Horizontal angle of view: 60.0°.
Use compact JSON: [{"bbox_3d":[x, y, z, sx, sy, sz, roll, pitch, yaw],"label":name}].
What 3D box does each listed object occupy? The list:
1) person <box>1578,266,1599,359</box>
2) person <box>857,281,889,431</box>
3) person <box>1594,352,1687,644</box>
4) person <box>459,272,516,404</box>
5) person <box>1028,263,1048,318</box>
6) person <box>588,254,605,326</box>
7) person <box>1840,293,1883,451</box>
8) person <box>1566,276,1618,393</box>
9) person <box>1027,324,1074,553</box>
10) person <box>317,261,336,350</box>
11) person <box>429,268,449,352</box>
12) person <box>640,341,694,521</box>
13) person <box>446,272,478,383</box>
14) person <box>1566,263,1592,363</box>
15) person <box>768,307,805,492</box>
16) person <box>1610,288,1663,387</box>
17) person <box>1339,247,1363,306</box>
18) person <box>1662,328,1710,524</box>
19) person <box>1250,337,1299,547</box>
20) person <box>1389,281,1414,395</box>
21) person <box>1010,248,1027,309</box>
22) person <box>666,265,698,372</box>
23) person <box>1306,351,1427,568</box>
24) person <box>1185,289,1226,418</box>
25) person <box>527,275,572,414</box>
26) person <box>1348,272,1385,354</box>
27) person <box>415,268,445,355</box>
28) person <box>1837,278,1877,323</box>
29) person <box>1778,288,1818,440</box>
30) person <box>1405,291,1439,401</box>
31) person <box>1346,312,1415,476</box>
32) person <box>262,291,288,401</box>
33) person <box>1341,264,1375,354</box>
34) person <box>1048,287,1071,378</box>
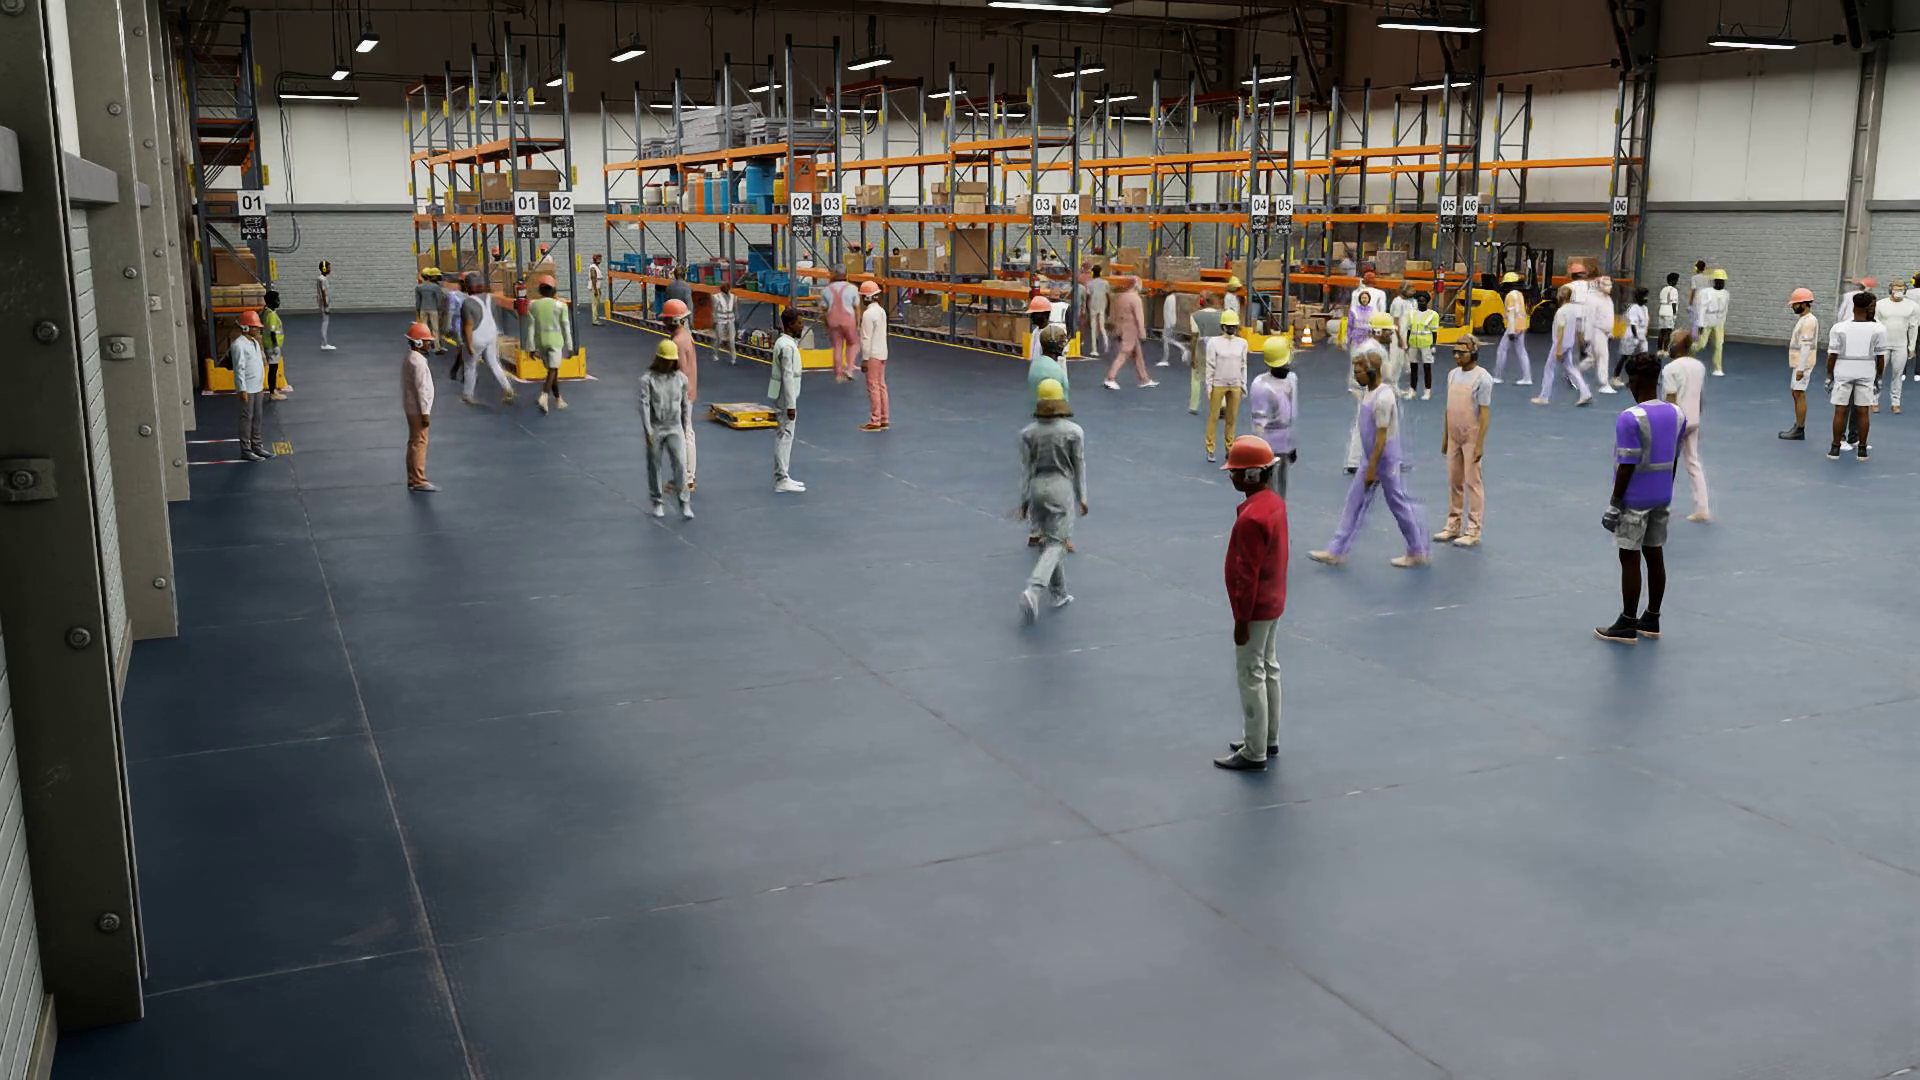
[{"bbox_3d":[12.429,-4.461,32.710,0.506,1.843,0.351,-7,13,-33],"label":"person"},{"bbox_3d":[-1.162,-2.433,22.056,0.411,1.987,0.607,3,12,17],"label":"person"},{"bbox_3d":[4.562,-0.281,11.168,0.602,1.958,0.381,-7,13,-30],"label":"person"},{"bbox_3d":[-7.178,-3.044,24.999,0.940,2.000,0.692,7,13,32],"label":"person"},{"bbox_3d":[1.836,-5.680,39.218,0.566,1.719,0.838,-6,13,-27],"label":"person"},{"bbox_3d":[-9.323,-6.403,42.588,0.389,1.837,0.563,-1,11,-4],"label":"person"},{"bbox_3d":[10.948,-2.053,20.278,0.599,1.917,0.376,-4,12,-22],"label":"person"},{"bbox_3d":[10.267,-3.326,26.872,0.880,1.879,0.648,10,15,42],"label":"person"},{"bbox_3d":[0.757,-0.866,14.190,0.373,1.941,0.627,-2,11,-12],"label":"person"},{"bbox_3d":[-13.442,-4.963,35.225,0.325,1.861,0.511,-5,12,-23],"label":"person"},{"bbox_3d":[-10.883,-4.788,34.623,0.295,1.744,0.489,2,11,10],"label":"person"},{"bbox_3d":[-2.739,-1.007,15.539,0.497,1.689,0.930,-4,12,-21],"label":"person"},{"bbox_3d":[-8.562,-3.647,28.484,0.855,1.897,0.602,8,14,37],"label":"person"},{"bbox_3d":[11.721,-4.296,31.644,0.574,1.924,0.504,-3,11,-13],"label":"person"},{"bbox_3d":[-1.803,-1.457,17.286,0.397,1.910,0.587,-2,11,-8],"label":"person"},{"bbox_3d":[11.176,-3.322,27.389,0.542,1.647,0.859,-9,14,-39],"label":"person"},{"bbox_3d":[10.332,-6.732,43.741,0.698,2.000,1.009,-3,12,-17],"label":"person"},{"bbox_3d":[6.727,-1.066,15.543,0.534,1.839,0.620,-5,12,-26],"label":"person"},{"bbox_3d":[2.681,-0.778,13.938,0.368,1.872,0.806,8,14,37],"label":"person"},{"bbox_3d":[6.823,-3.157,26.135,0.514,1.821,0.684,4,12,21],"label":"person"},{"bbox_3d":[1.733,-7.907,50.307,0.564,1.812,0.990,-8,14,-34],"label":"person"},{"bbox_3d":[-5.021,-3.974,29.987,0.630,1.940,0.370,9,14,37],"label":"person"},{"bbox_3d":[3.361,-0.637,13.456,1.004,1.779,0.533,-1,11,-6],"label":"person"},{"bbox_3d":[3.520,-2.639,23.542,0.579,1.811,0.907,-4,12,-21],"label":"person"},{"bbox_3d":[-5.961,-2.834,24.067,0.621,2.002,1.021,2,11,9],"label":"person"},{"bbox_3d":[7.037,-3.711,28.863,0.602,1.853,0.803,1,11,4],"label":"person"},{"bbox_3d":[-10.806,-4.652,33.873,0.523,1.769,0.319,1,11,4],"label":"person"},{"bbox_3d":[16.435,-3.950,30.486,0.461,1.700,0.644,-7,13,-32],"label":"person"},{"bbox_3d":[10.701,-2.240,21.219,0.383,1.926,0.549,4,12,20],"label":"person"},{"bbox_3d":[7.113,-2.992,25.635,0.533,1.694,0.319,10,15,42],"label":"person"},{"bbox_3d":[4.625,-1.566,18.095,0.818,1.796,0.631,4,12,21],"label":"person"},{"bbox_3d":[-10.585,-2.992,25.638,0.319,1.692,0.537,-5,12,-26],"label":"person"},{"bbox_3d":[8.051,-4.575,33.230,0.688,1.866,0.589,4,12,19],"label":"person"},{"bbox_3d":[1.614,-3.431,27.992,0.513,1.639,0.313,2,11,8],"label":"person"}]
